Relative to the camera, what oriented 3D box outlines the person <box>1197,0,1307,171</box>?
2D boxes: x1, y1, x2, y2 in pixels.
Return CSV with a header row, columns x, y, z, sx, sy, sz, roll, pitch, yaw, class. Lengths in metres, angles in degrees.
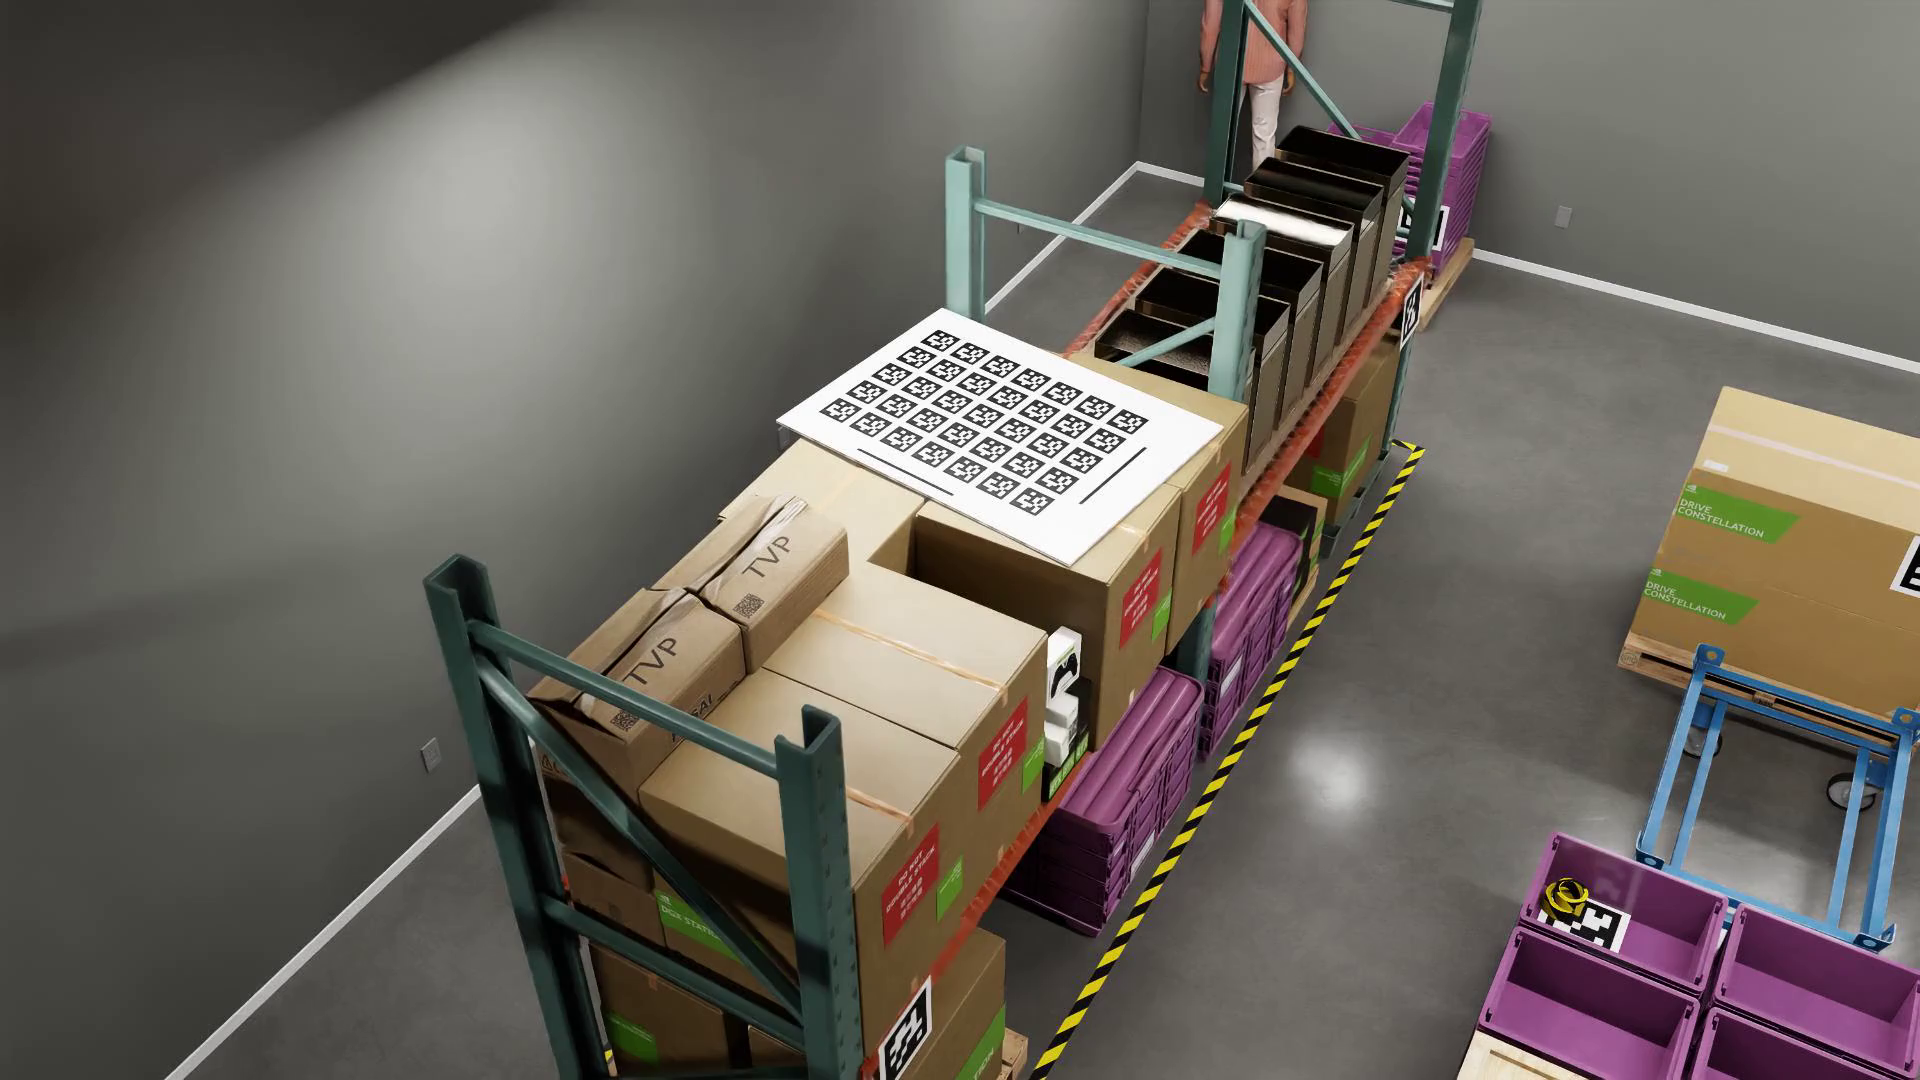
x,y,z,sx,sy,sz,roll,pitch,yaw,class
1.726,-2.837,9.934,0.610,1.996,0.386,5,40,6,person
